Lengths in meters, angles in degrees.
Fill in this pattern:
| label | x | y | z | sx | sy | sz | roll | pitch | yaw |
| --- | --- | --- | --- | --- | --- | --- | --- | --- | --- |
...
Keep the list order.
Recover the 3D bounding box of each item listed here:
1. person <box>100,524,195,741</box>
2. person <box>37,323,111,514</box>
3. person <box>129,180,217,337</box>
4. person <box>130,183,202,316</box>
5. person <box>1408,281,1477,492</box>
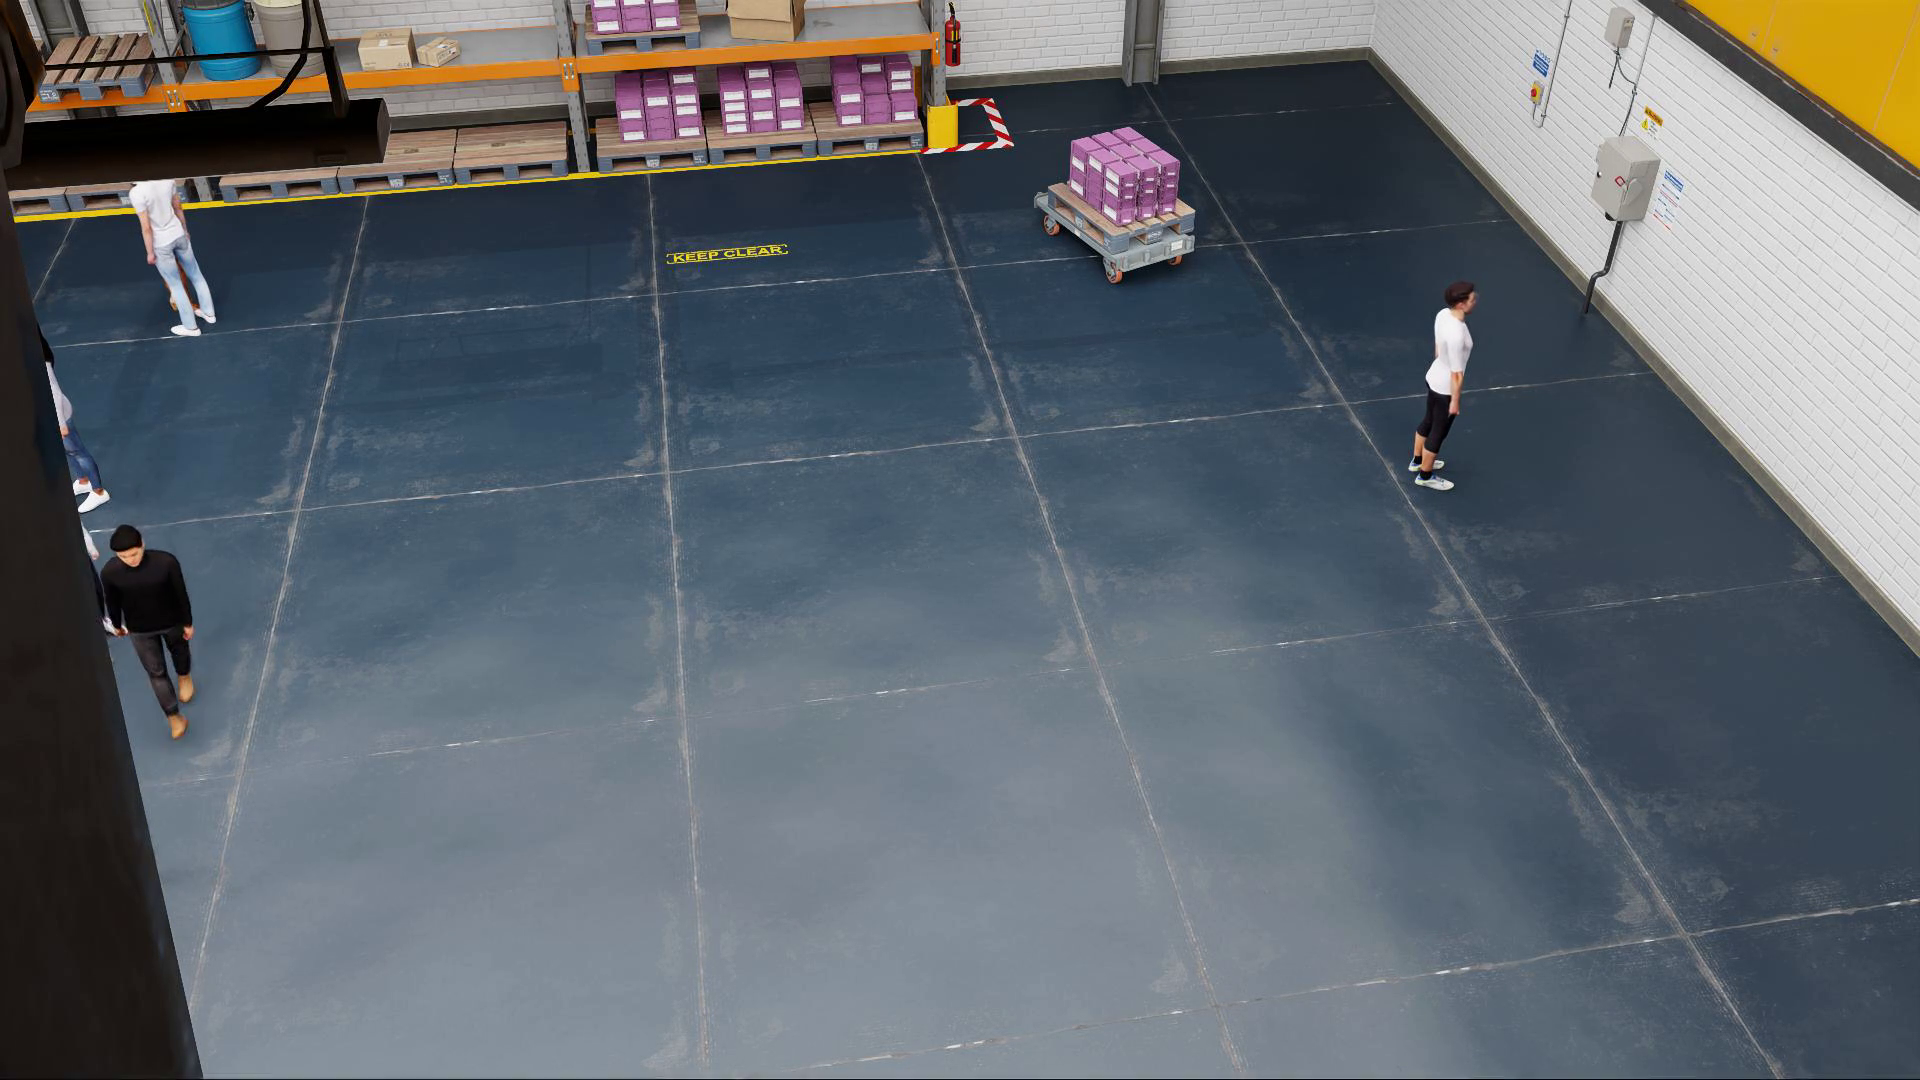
| label | x | y | z | sx | sy | sz | roll | pitch | yaw |
| --- | --- | --- | --- | --- | --- | --- | --- | --- | --- |
| person | -5.498 | 0.486 | 11.357 | 1.048 | 1.680 | 0.937 | -14 | 41 | -17 |
| person | -7.184 | -1.026 | 13.206 | 0.686 | 1.736 | 0.717 | 30 | 47 | 32 |
| person | -7.267 | -2.751 | 15.273 | 0.738 | 1.851 | 0.732 | 15 | 41 | 18 |
| person | -7.475 | -2.885 | 15.575 | 0.644 | 1.684 | 0.691 | 27 | 46 | 30 |
| person | 3.902 | -1.263 | 13.410 | 0.613 | 1.851 | 0.697 | -1 | 39 | -1 |
